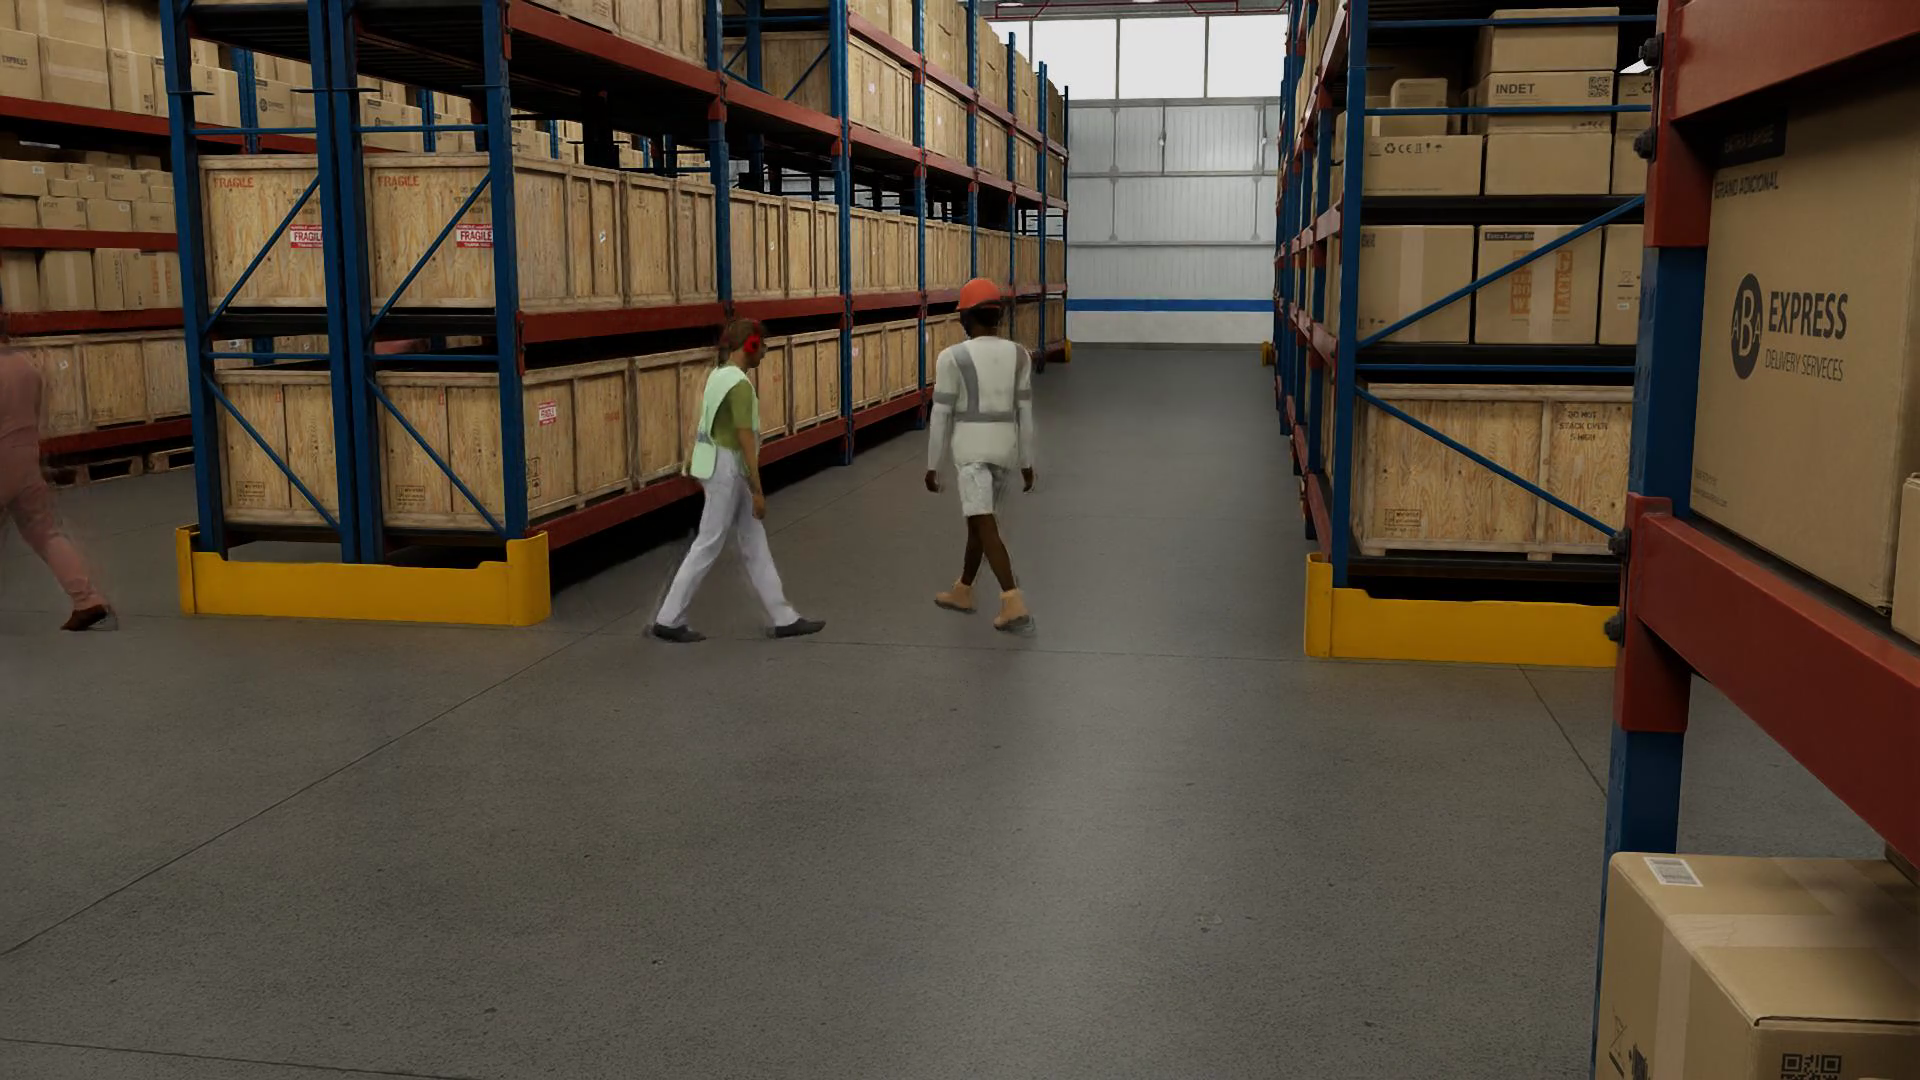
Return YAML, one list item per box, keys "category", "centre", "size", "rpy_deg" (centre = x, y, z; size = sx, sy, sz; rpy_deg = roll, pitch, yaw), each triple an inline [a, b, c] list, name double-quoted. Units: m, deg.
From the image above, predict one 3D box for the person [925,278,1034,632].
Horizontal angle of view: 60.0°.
- category: "person"
  centre: [0.140, -0.493, 9.513]
  size: [0.624, 1.998, 1.038]
  rpy_deg: [-6, 11, -33]

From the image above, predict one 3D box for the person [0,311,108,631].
- category: "person"
  centre: [-5.287, -0.383, 9.232]
  size: [0.989, 1.865, 0.662]
  rpy_deg: [1, 9, 5]

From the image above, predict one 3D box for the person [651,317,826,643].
- category: "person"
  centre: [-1.254, -0.316, 9.075]
  size: [0.966, 1.783, 0.581]
  rpy_deg: [-2, 9, -12]

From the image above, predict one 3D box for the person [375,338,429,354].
- category: "person"
  centre: [-5.097, -1.307, 14.958]
  size: [0.641, 1.864, 0.973]
  rpy_deg: [1, 9, 3]
